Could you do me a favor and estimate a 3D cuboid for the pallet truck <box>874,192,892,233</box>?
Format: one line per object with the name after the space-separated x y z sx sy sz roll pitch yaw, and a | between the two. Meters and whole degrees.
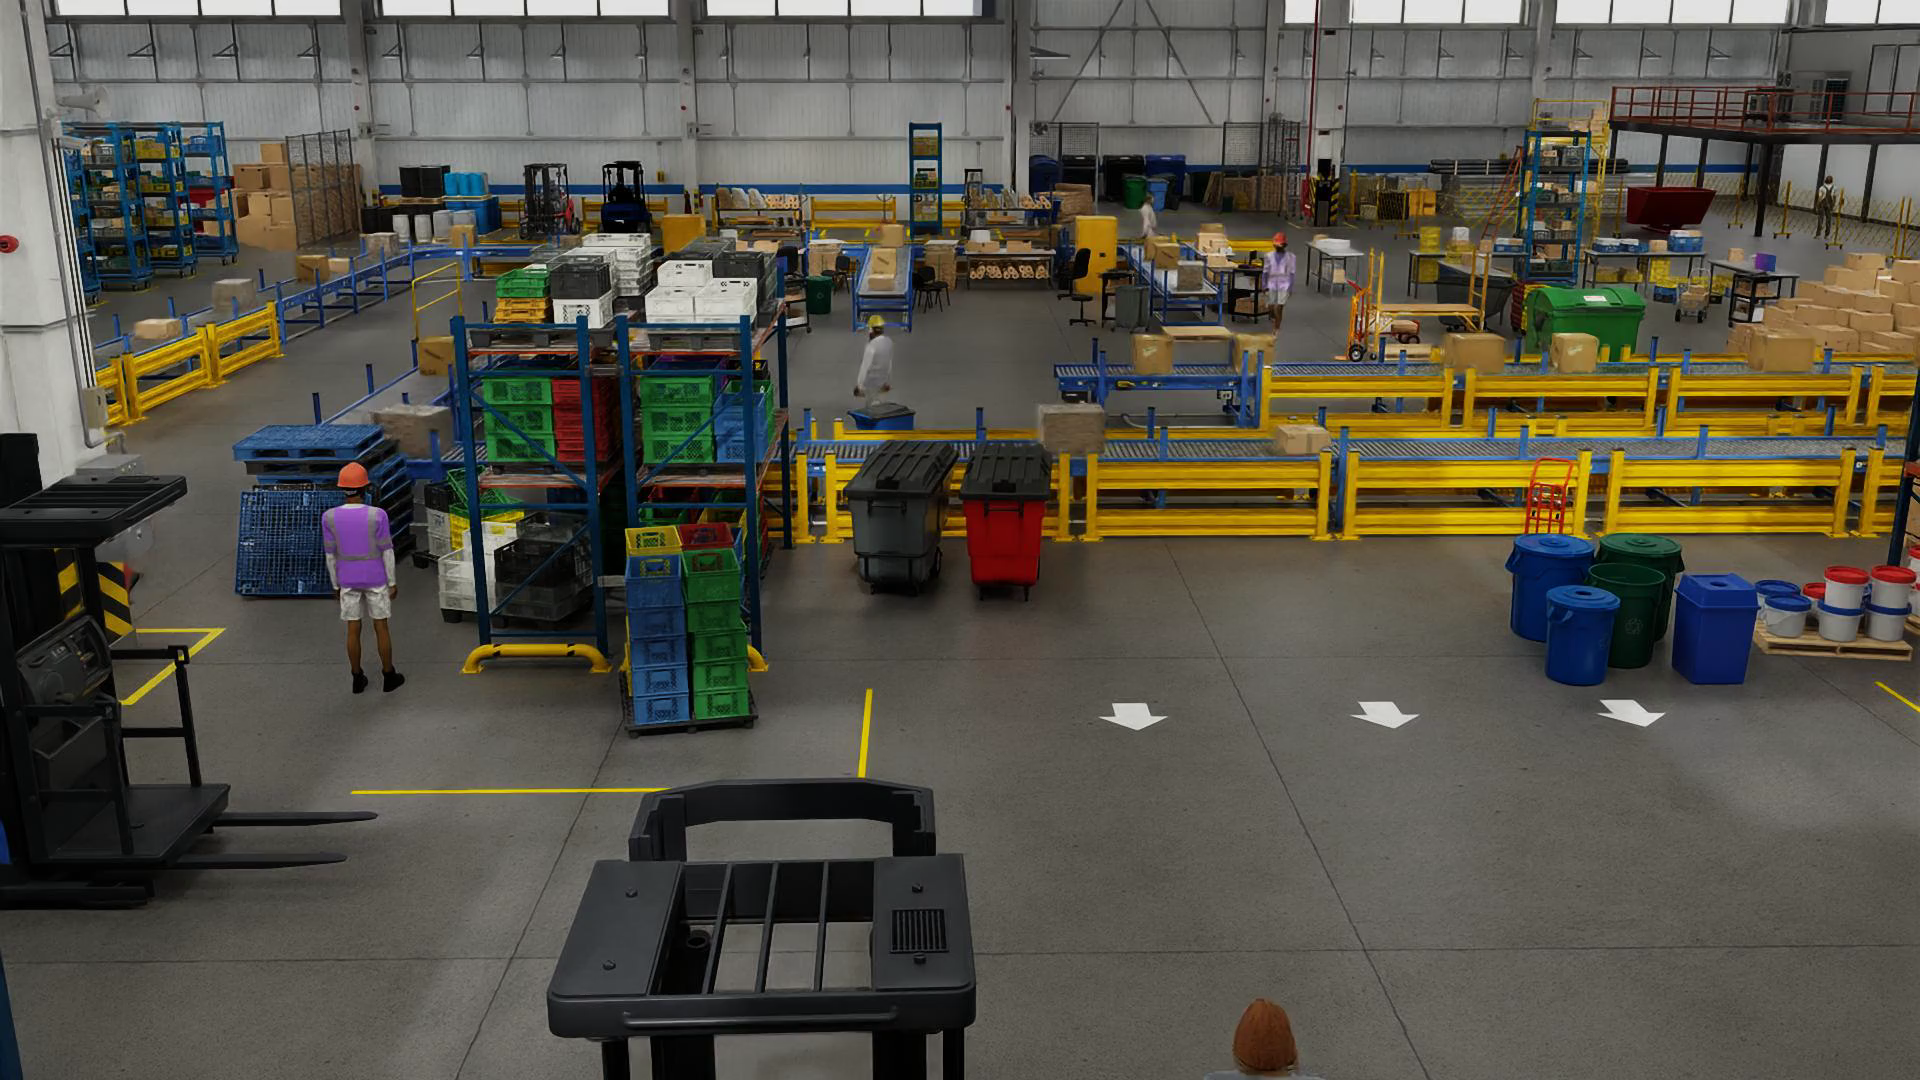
-2.277 -9.986 50.594 0.653 1.274 1.630 0 16 -1 | pallet truck

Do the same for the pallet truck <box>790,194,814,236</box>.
-4.814 -9.883 50.259 0.704 1.261 1.522 -1 16 -3 | pallet truck

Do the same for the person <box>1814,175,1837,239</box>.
25.473 -9.790 48.948 0.505 1.847 0.344 3 16 9 | person

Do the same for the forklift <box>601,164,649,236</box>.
-9.948 -10.127 49.296 1.157 1.987 2.680 -1 16 -3 | forklift

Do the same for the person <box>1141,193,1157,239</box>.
4.666 -7.785 41.917 0.787 1.884 0.650 2 16 7 | person

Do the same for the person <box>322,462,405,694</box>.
-4.898 0.317 13.654 0.544 1.939 0.354 -2 16 -6 | person

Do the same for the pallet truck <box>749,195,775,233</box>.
-6.051 -9.967 50.660 0.680 1.201 1.601 0 16 -1 | pallet truck

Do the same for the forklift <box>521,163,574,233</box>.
-12.233 -10.122 49.298 1.157 1.987 2.680 0 16 -1 | forklift

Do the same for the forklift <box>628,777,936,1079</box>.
-0.542 2.165 5.552 1.129 2.768 1.873 -1 16 -2 | forklift

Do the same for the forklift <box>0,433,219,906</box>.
-5.952 0.780 10.366 1.873 2.768 1.129 0 16 -1 | forklift

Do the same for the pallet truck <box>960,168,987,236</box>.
0.383 -10.230 50.206 0.823 1.965 1.885 -1 16 -3 | pallet truck

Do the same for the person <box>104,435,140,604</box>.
-8.089 -0.206 15.787 0.549 1.752 0.407 9 18 29 | person

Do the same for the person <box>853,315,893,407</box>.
-1.157 -2.126 22.406 0.632 1.797 0.653 6 17 21 | person

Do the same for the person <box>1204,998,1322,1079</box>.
1.161 2.555 6.435 0.517 1.614 0.500 4 17 14 | person

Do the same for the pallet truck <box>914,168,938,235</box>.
-0.989 -10.316 50.507 0.823 1.965 1.885 1 16 3 | pallet truck

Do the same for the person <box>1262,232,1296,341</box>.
5.979 -4.765 31.185 0.609 2.020 0.651 7 17 23 | person
